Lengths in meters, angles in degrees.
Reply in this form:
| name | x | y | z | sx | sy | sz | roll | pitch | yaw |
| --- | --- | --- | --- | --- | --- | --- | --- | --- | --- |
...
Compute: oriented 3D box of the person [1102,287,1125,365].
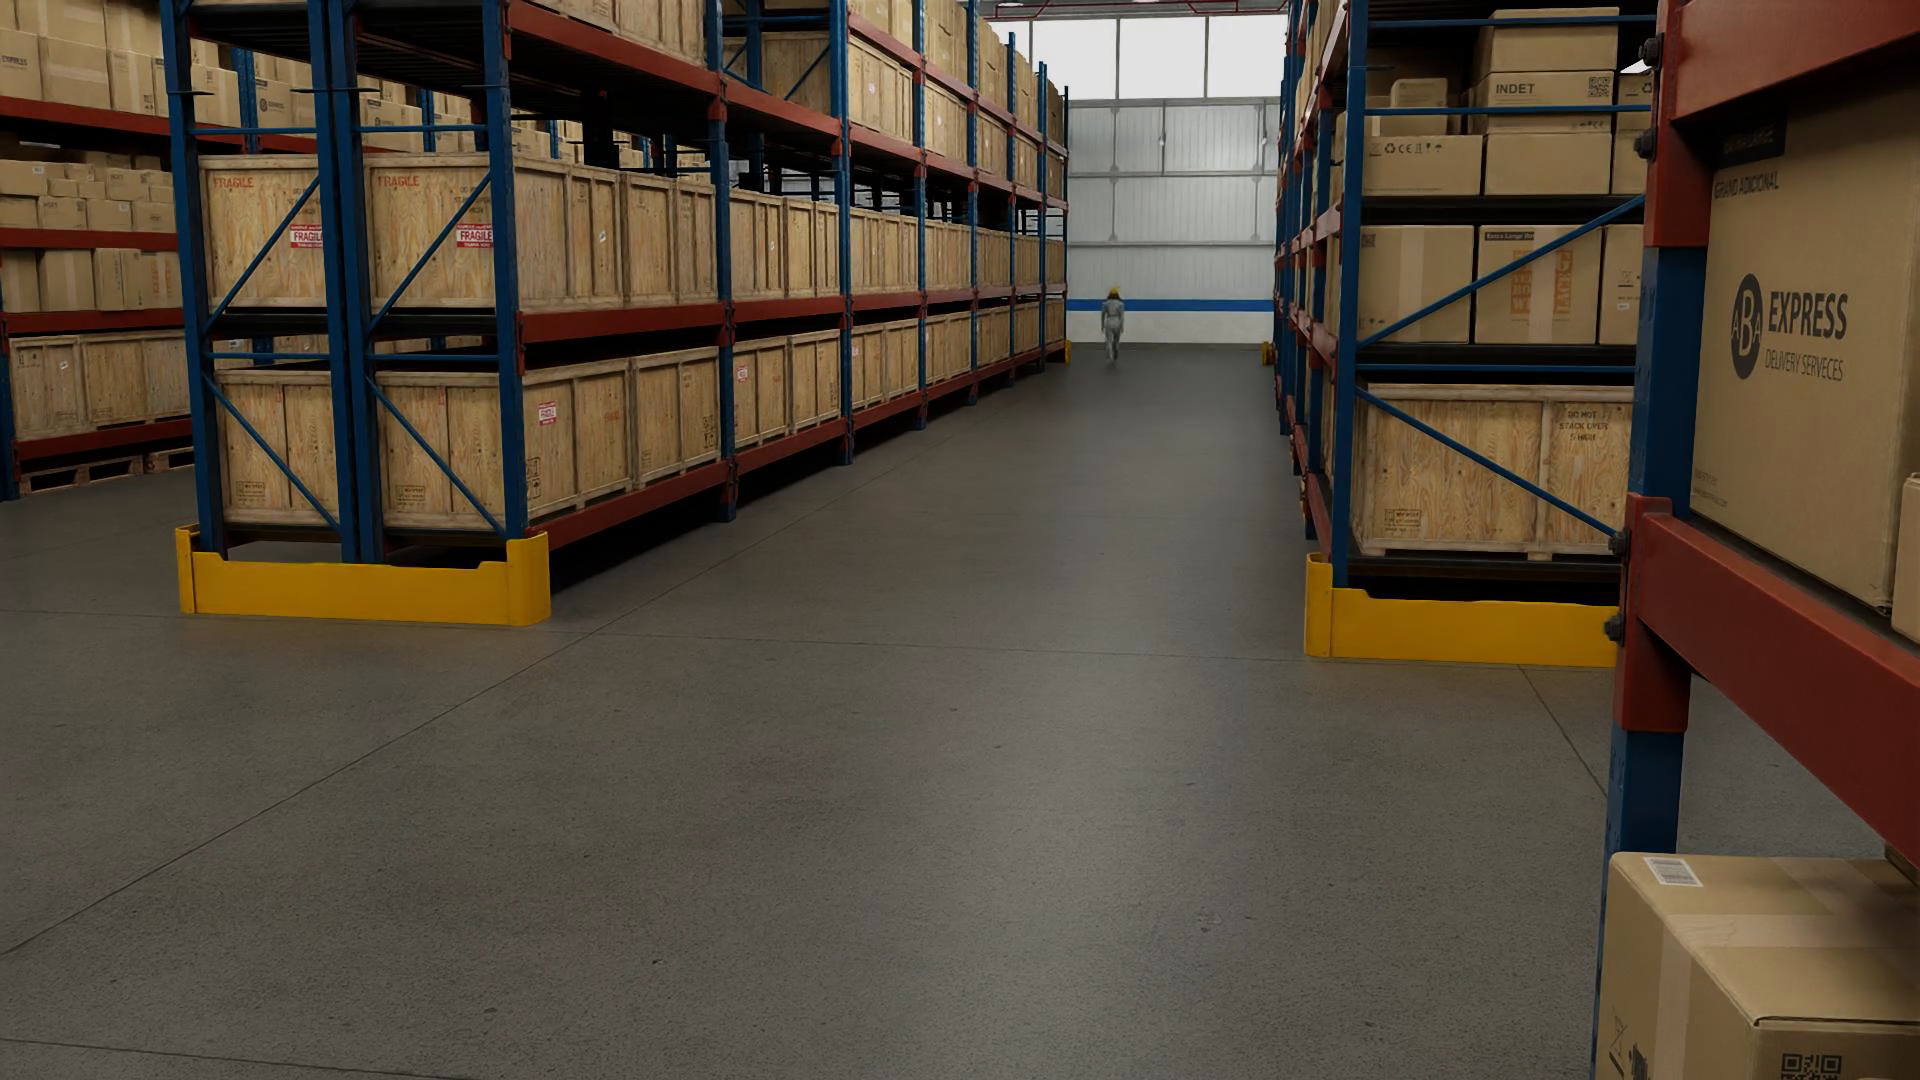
| name | x | y | z | sx | sy | sz | roll | pitch | yaw |
| --- | --- | --- | --- | --- | --- | --- | --- | --- | --- |
| person | 3.353 | -4.697 | 36.445 | 0.495 | 1.707 | 0.826 | 1 | 9 | 5 |
